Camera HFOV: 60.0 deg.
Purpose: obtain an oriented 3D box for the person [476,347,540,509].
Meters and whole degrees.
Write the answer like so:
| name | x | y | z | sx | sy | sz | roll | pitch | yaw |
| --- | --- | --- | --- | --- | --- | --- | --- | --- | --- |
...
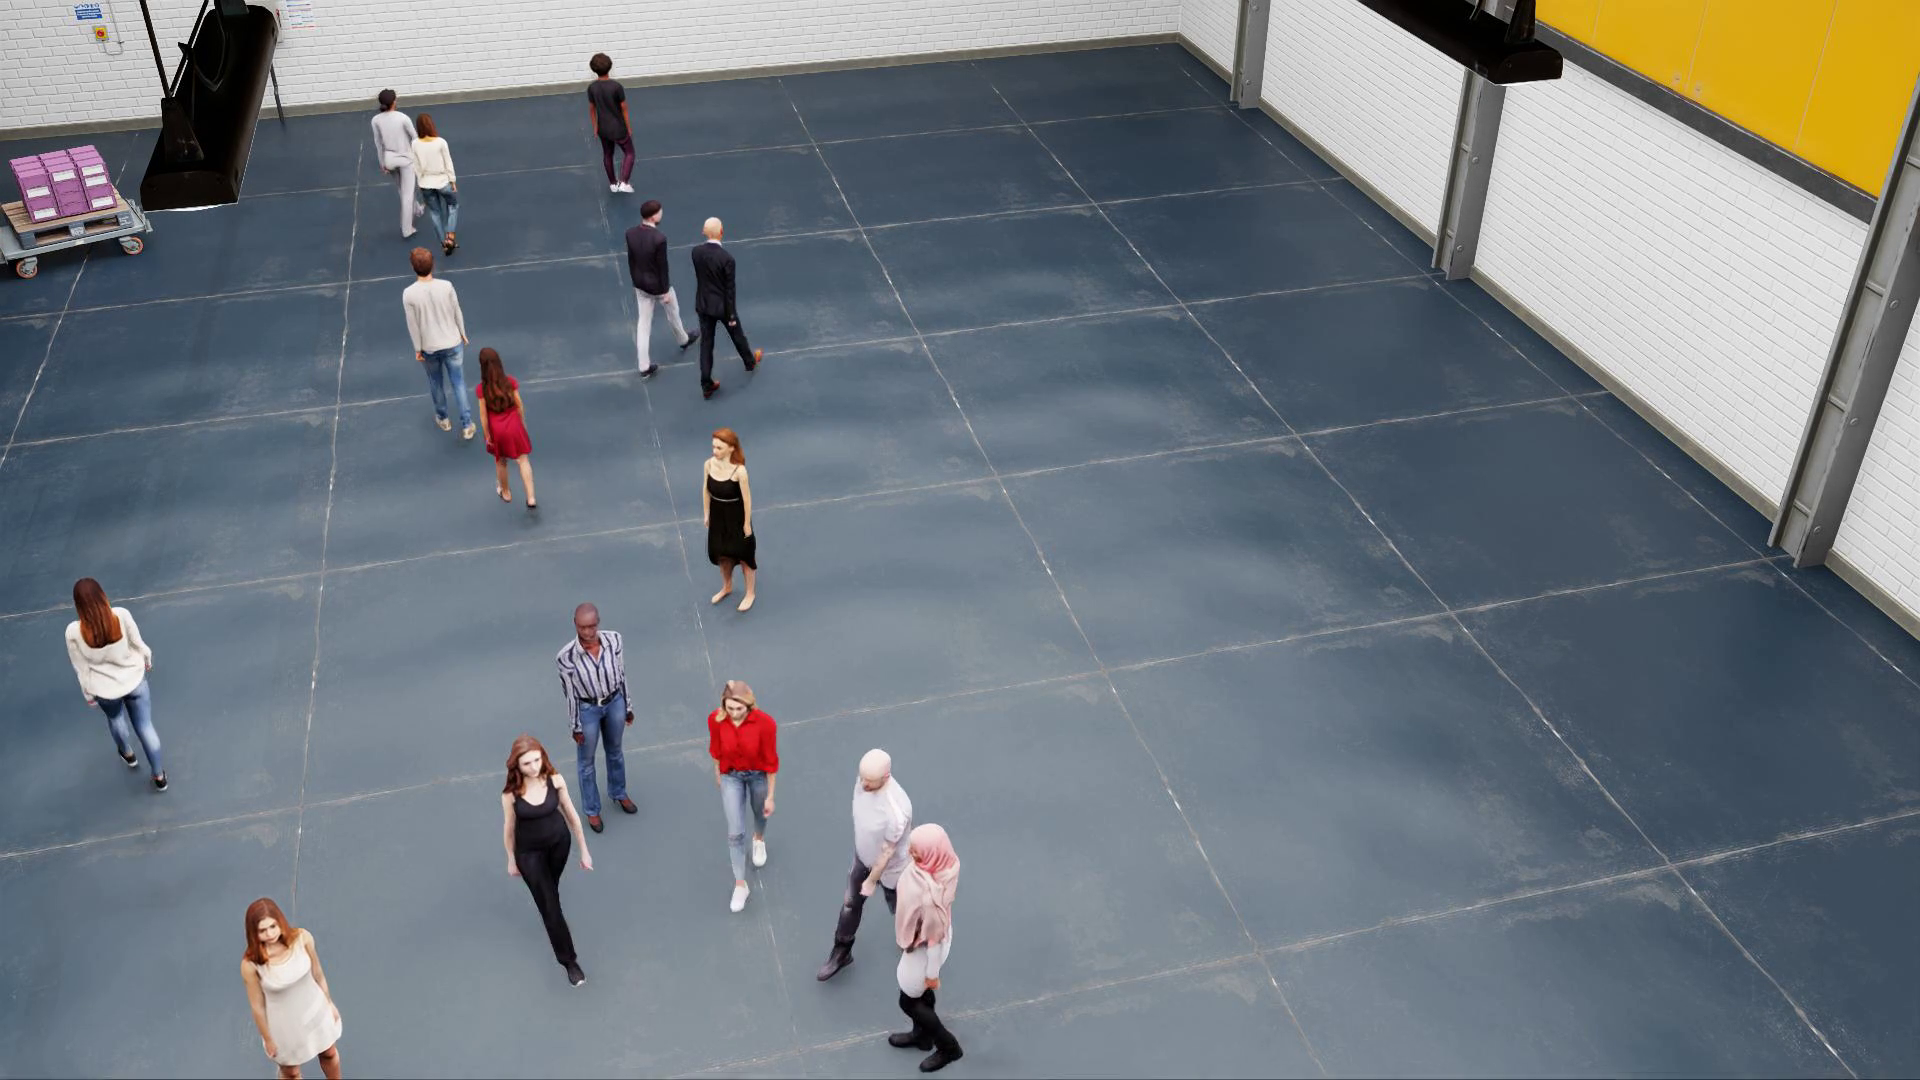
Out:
| name | x | y | z | sx | sy | sz | roll | pitch | yaw |
| --- | --- | --- | --- | --- | --- | --- | --- | --- | --- |
| person | -3.970 | -0.978 | 14.566 | 0.608 | 1.566 | 0.848 | -14 | 36 | -20 |

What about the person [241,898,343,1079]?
| name | x | y | z | sx | sy | sz | roll | pitch | yaw |
| --- | --- | --- | --- | --- | --- | --- | --- | --- | --- |
| person | -3.621 | 2.586 | 9.073 | 0.637 | 1.711 | 0.640 | -24 | 41 | -32 |

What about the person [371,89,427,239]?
| name | x | y | z | sx | sy | sz | roll | pitch | yaw |
| --- | --- | --- | --- | --- | --- | --- | --- | --- | --- |
| person | -6.622 | -4.403 | 19.601 | 0.923 | 1.697 | 1.153 | 6 | 34 | 8 |

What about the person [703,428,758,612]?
| name | x | y | z | sx | sy | sz | roll | pitch | yaw |
| --- | --- | --- | --- | --- | --- | --- | --- | --- | --- |
| person | -1.831 | -0.177 | 13.308 | 0.683 | 1.624 | 0.733 | 15 | 36 | 21 |

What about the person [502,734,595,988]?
| name | x | y | z | sx | sy | sz | roll | pitch | yaw |
| --- | --- | --- | --- | --- | --- | --- | --- | --- | --- |
| person | -2.590 | 1.834 | 10.217 | 0.867 | 1.697 | 1.188 | -21 | 39 | -28 |

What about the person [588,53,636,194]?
| name | x | y | z | sx | sy | sz | roll | pitch | yaw |
| --- | --- | --- | --- | --- | --- | --- | --- | --- | --- |
| person | -4.323 | -5.127 | 20.620 | 0.797 | 1.774 | 0.849 | 3 | 34 | 5 |

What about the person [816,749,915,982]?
| name | x | y | z | sx | sy | sz | roll | pitch | yaw |
| --- | --- | --- | --- | --- | --- | --- | --- | --- | --- |
| person | -0.370 | 1.921 | 9.999 | 0.978 | 1.794 | 1.130 | -17 | 37 | -23 |

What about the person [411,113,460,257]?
| name | x | y | z | sx | sy | sz | roll | pitch | yaw |
| --- | --- | --- | --- | --- | --- | --- | --- | --- | --- |
| person | -6.026 | -4.042 | 19.080 | 0.702 | 1.673 | 0.690 | 0 | 34 | 0 |

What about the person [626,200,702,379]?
| name | x | y | z | sx | sy | sz | roll | pitch | yaw |
| --- | --- | --- | --- | --- | --- | --- | --- | --- | --- |
| person | -3.136 | -2.462 | 16.594 | 1.168 | 1.792 | 1.256 | 16 | 37 | 22 |

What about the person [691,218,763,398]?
| name | x | y | z | sx | sy | sz | roll | pitch | yaw |
| --- | --- | --- | --- | --- | --- | --- | --- | --- | --- |
| person | -2.433 | -2.232 | 16.286 | 1.065 | 1.750 | 1.212 | 12 | 35 | 18 |

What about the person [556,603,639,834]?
| name | x | y | z | sx | sy | sz | roll | pitch | yaw |
| --- | --- | --- | --- | --- | --- | --- | --- | --- | --- |
| person | -2.429 | 1.159 | 11.146 | 0.689 | 1.793 | 0.673 | -24 | 40 | -31 |

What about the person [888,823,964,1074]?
| name | x | y | z | sx | sy | sz | roll | pitch | yaw |
| --- | --- | --- | --- | --- | --- | --- | --- | --- | --- |
| person | -0.130 | 2.298 | 9.426 | 0.793 | 1.800 | 0.724 | 3 | 34 | 4 |

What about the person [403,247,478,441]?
| name | x | y | z | sx | sy | sz | roll | pitch | yaw |
| --- | --- | --- | --- | --- | --- | --- | --- | --- | --- |
| person | -4.835 | -1.819 | 15.527 | 0.679 | 1.903 | 0.796 | -11 | 35 | -15 |

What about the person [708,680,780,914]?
| name | x | y | z | sx | sy | sz | roll | pitch | yaw |
| --- | --- | --- | --- | --- | --- | --- | --- | --- | --- |
| person | -1.364 | 1.487 | 10.761 | 0.781 | 1.672 | 1.023 | -2 | 34 | -4 |

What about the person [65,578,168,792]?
| name | x | y | z | sx | sy | sz | roll | pitch | yaw |
| --- | --- | --- | --- | --- | --- | --- | --- | --- | --- |
| person | -5.761 | 1.038 | 11.442 | 0.776 | 1.668 | 0.930 | -18 | 38 | -25 |
